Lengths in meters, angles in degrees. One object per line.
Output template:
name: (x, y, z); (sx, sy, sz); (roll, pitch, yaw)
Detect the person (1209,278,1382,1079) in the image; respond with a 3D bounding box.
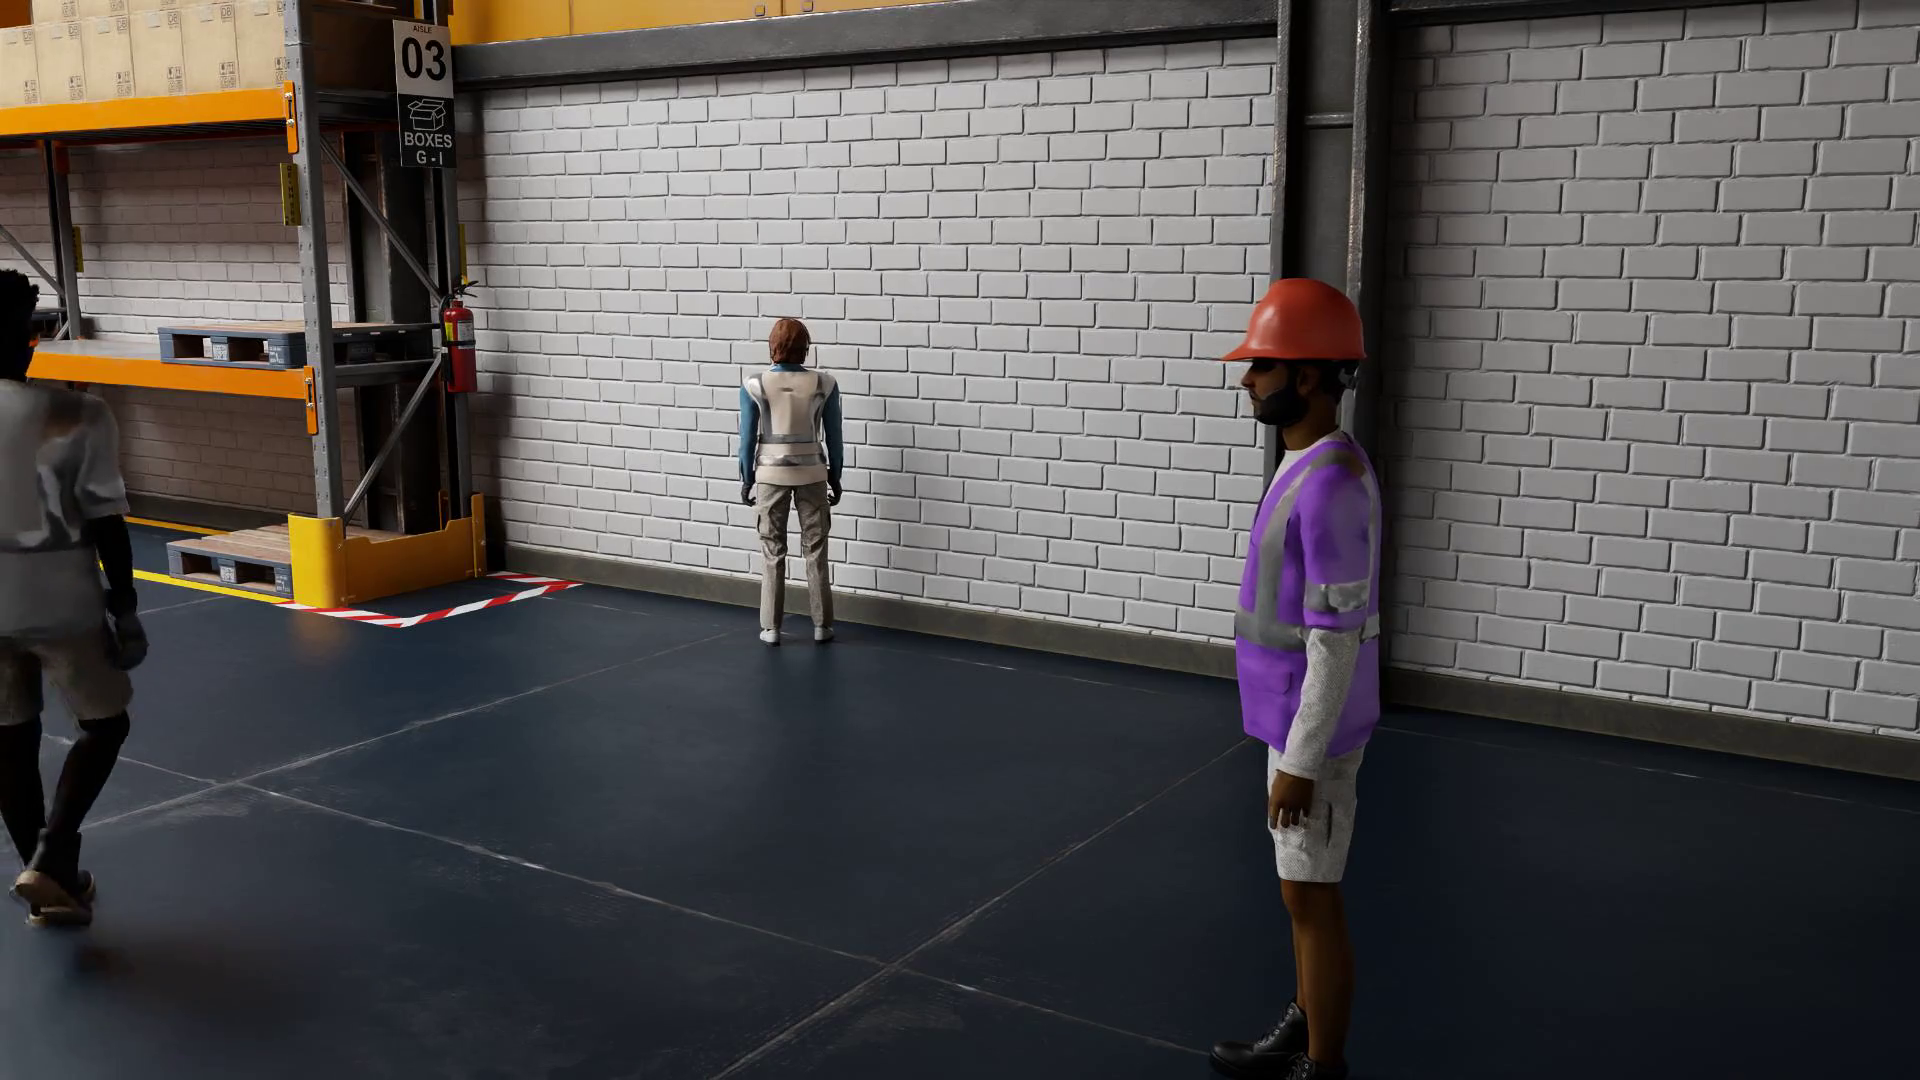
person: (0.749, 0.395, 3.726); (0.362, 1.939, 0.542); (2, 10, 8)

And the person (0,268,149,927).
person: (-2.680, 0.198, 4.763); (0.627, 1.955, 0.530); (-1, 10, -6)

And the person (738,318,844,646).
person: (-0.841, -0.282, 8.308); (0.525, 1.639, 0.307); (-2, 10, -9)
